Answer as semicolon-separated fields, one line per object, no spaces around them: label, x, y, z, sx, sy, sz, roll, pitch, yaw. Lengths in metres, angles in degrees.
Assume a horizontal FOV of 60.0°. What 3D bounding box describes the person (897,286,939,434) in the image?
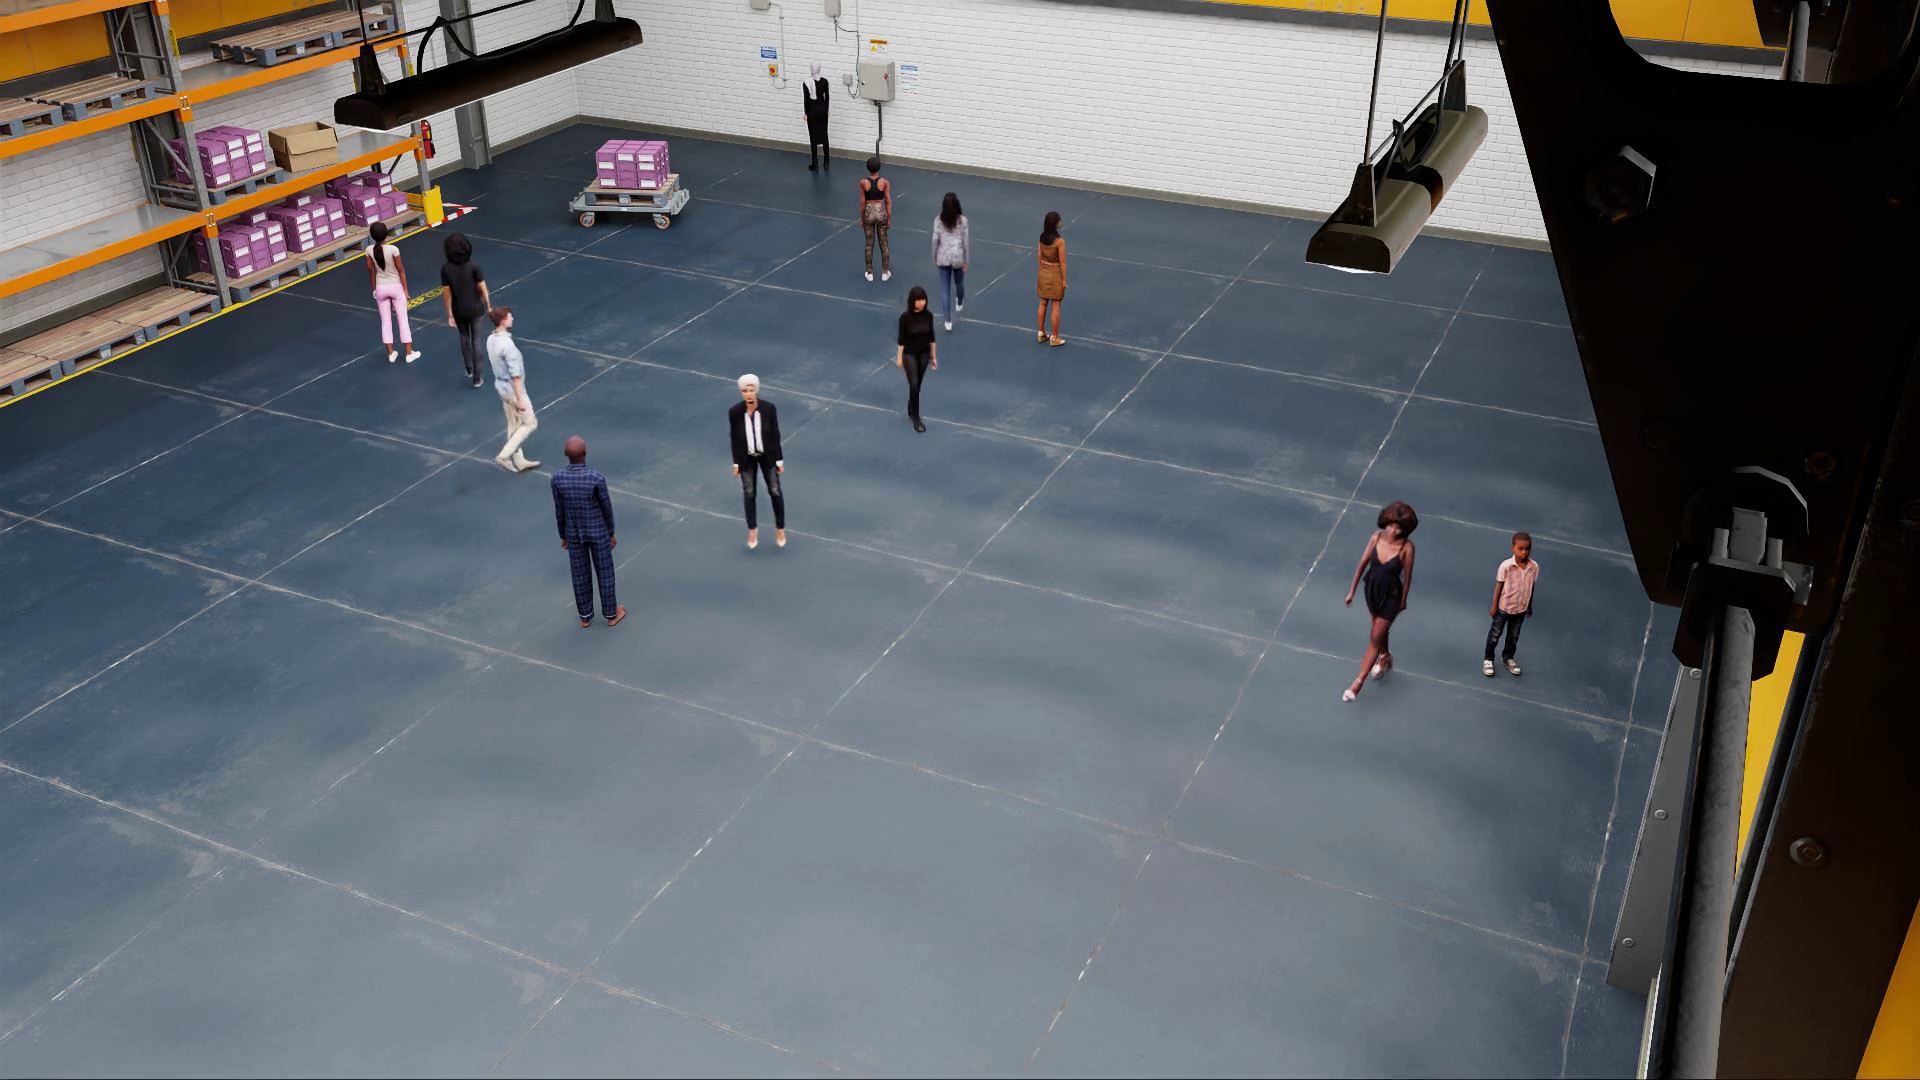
person;-0.519;-2.068;18.425;0.868;1.622;0.889;-14;32;-24

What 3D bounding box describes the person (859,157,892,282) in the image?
person;-1.152;-4.359;22.544;0.661;1.700;0.669;-2;29;-3

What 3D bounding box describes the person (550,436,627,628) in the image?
person;-3.261;-0.071;14.557;0.754;1.820;0.752;0;29;0

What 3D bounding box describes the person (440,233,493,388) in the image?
person;-5.708;-2.636;19.261;0.805;1.819;0.856;-2;29;-4

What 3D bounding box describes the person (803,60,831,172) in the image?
person;-2.330;-6.948;27.207;0.669;1.780;0.747;-12;31;-22

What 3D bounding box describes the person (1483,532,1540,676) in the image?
person;4.650;0.526;13.999;0.580;1.307;0.599;-2;29;-4

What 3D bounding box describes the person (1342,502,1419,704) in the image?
person;3.528;0.445;13.688;0.816;1.746;1.141;26;38;38

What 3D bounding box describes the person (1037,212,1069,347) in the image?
person;1.124;-3.219;20.465;0.627;1.689;0.609;25;37;38

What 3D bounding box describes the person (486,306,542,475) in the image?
person;-4.712;-1.512;17.176;0.898;1.842;0.829;-20;34;-32

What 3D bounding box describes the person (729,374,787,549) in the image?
person;-1.863;-0.753;15.688;0.818;1.780;0.740;-1;29;-1

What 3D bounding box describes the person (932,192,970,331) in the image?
person;-0.123;-3.475;20.933;0.941;1.691;1.186;-1;29;-2

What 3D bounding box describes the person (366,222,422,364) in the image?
person;-6.852;-2.985;19.981;0.647;1.741;0.636;1;29;1
